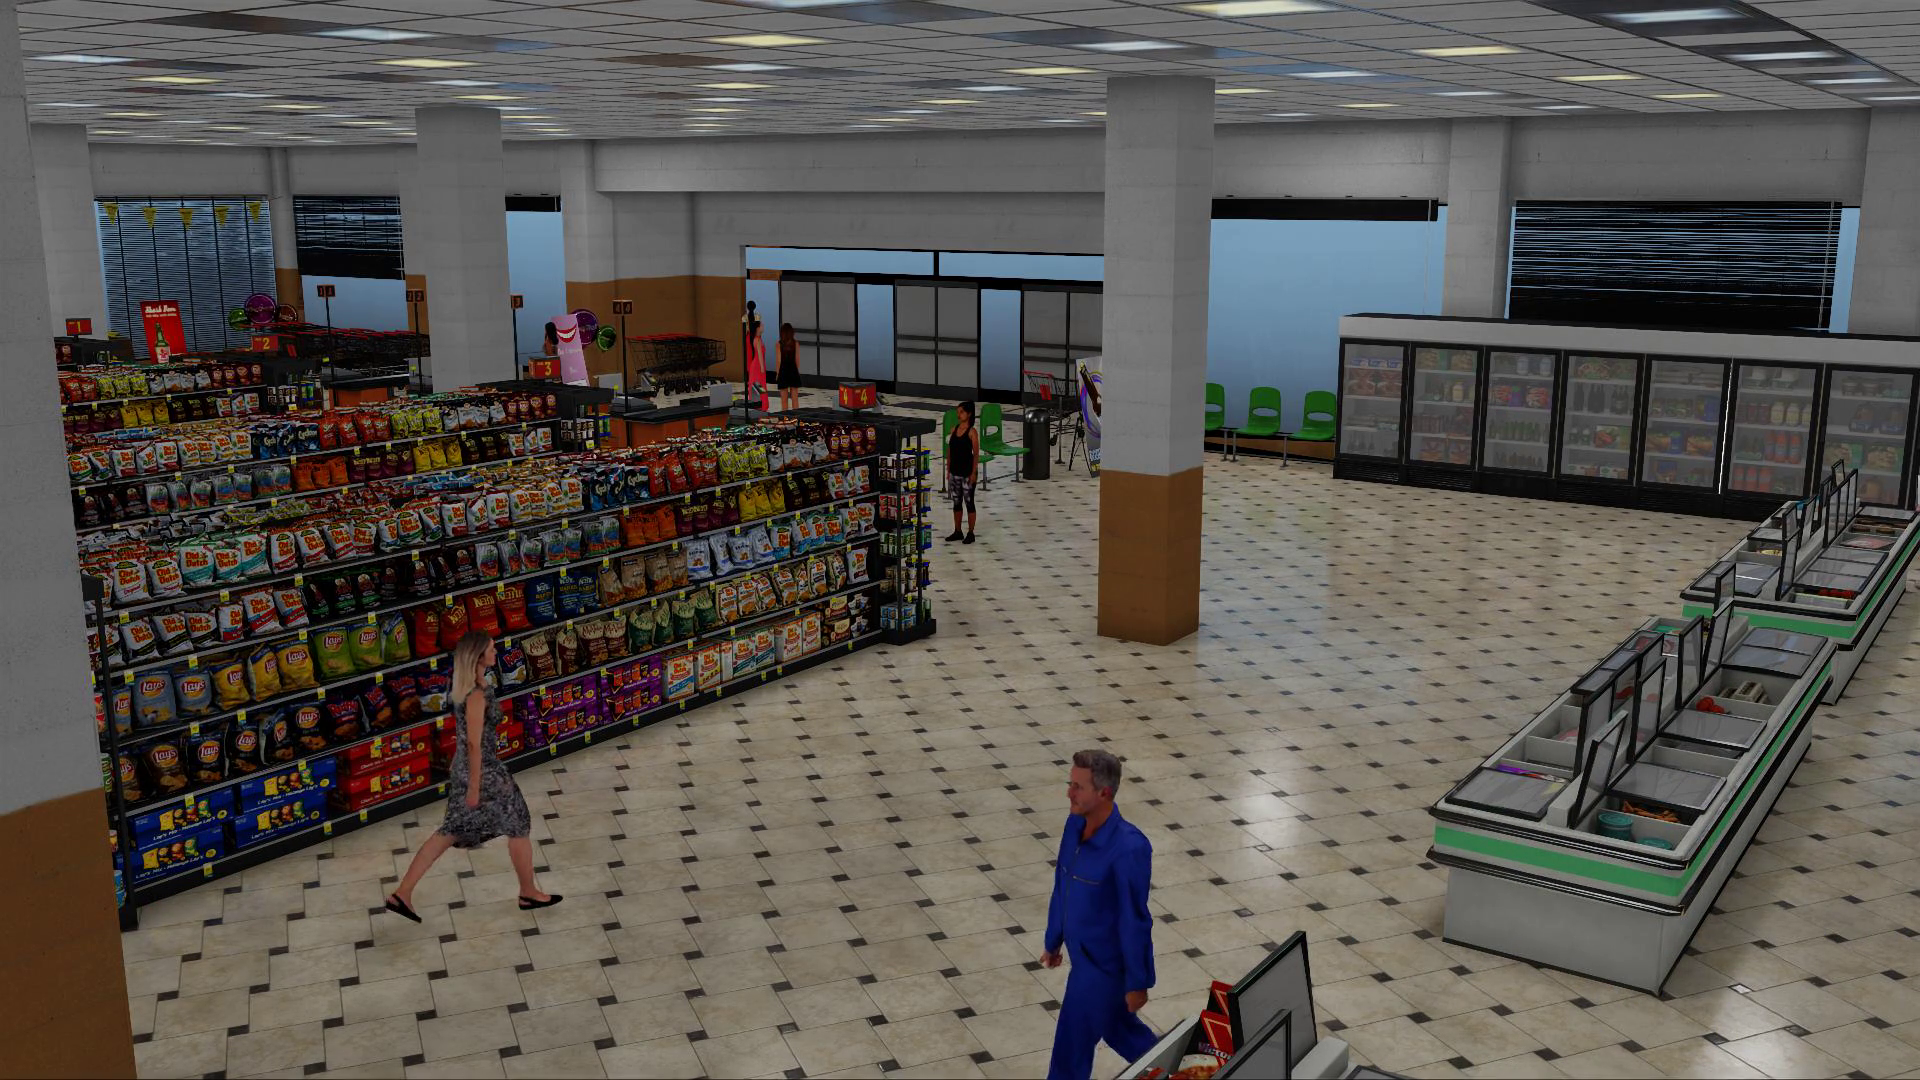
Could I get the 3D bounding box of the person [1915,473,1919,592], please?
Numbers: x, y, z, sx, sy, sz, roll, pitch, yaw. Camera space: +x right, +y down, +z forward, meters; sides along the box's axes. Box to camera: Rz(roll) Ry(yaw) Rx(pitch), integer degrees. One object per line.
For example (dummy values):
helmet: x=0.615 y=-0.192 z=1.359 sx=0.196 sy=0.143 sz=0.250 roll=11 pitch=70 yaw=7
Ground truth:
person: x=9.887 y=-0.314 z=16.651 sx=0.948 sy=1.802 sz=1.007 roll=-1 pitch=12 yaw=-6

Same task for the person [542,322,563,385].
person: x=-7.539 y=-3.214 z=30.808 sx=0.784 sy=1.645 sz=0.631 roll=2 pitch=12 yaw=10

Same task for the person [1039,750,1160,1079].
person: x=0.666 y=1.749 z=6.910 sx=1.330 sy=1.779 sz=1.191 roll=-4 pitch=13 yaw=-18

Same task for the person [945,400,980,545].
person: x=0.043 y=-0.798 z=19.297 sx=0.584 sy=1.660 sz=0.518 roll=9 pitch=15 yaw=38

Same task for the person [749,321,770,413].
person: x=-3.651 y=-3.103 z=30.079 sx=0.750 sy=1.727 sz=0.714 roll=-4 pitch=13 yaw=-18

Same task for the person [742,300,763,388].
person: x=-4.312 y=-4.078 z=34.552 sx=0.648 sy=1.793 sz=0.748 roll=-5 pitch=13 yaw=-21

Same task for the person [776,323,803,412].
person: x=-2.912 y=-2.763 z=28.205 sx=0.633 sy=1.835 sz=0.728 roll=-5 pitch=13 yaw=-21

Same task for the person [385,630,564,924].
person: x=-2.759 y=1.342 z=9.147 sx=1.236 sy=1.654 sz=0.905 roll=-7 pitch=14 yaw=-30
